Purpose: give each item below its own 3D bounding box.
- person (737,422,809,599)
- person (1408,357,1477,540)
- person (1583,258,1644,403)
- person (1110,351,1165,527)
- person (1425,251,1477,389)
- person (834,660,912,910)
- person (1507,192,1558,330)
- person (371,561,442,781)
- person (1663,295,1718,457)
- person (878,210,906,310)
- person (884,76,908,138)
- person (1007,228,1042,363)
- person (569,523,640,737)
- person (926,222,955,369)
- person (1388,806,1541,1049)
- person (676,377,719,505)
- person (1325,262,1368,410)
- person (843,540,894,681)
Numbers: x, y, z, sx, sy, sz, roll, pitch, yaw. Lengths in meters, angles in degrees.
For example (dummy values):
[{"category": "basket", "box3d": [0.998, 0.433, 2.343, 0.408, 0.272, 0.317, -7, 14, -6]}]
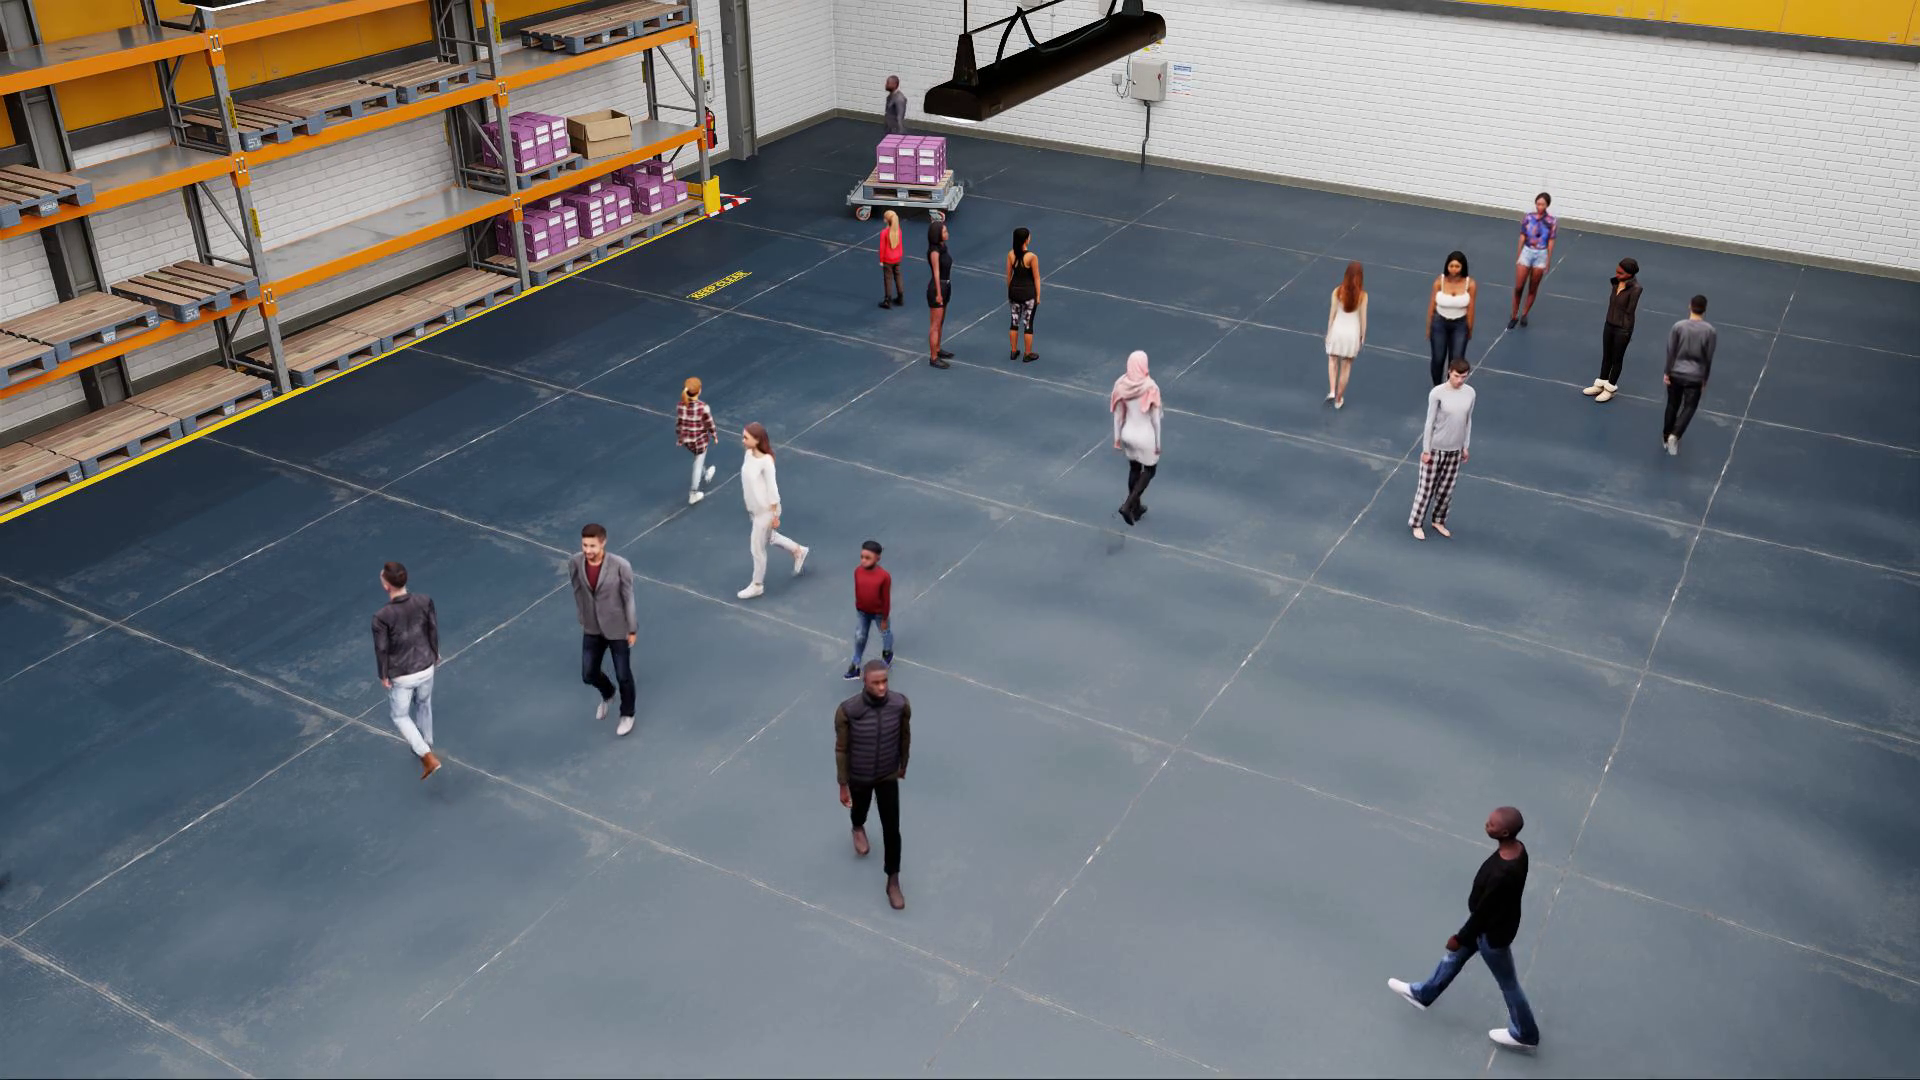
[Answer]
[{"category": "person", "box3d": [-1.712, -0.302, 15.001, 1.115, 1.666, 0.877, -19, 34, -31]}, {"category": "person", "box3d": [4.624, -0.897, 15.906, 0.702, 1.845, 0.746, -5, 29, -10]}, {"category": "person", "box3d": [7.482, -2.409, 18.870, 0.754, 1.660, 0.697, 19, 34, 31]}, {"category": "person", "box3d": [1.692, -0.936, 16.033, 0.636, 1.791, 0.857, 15, 32, 25]}, {"category": "person", "box3d": [5.523, -2.416, 18.739, 0.699, 1.798, 0.698, 11, 30, 19]}, {"category": "person", "box3d": [-0.631, 1.567, 11.438, 1.177, 1.797, 1.249, -7, 29, -13]}, {"category": "person", "box3d": [7.198, -3.521, 20.835, 0.664, 1.730, 0.794, 10, 30, 17]}, {"category": "person", "box3d": [-4.090, 0.992, 12.463, 0.868, 1.825, 0.909, 25, 37, 38]}, {"category": "person", "box3d": [7.625, -1.704, 17.484, 0.630, 1.751, 0.879, 16, 33, 27]}, {"category": "person", "box3d": [-0.884, -3.644, 21.530, 0.519, 1.280, 0.618, -20, 35, -32]}, {"category": "person", "box3d": [-0.918, -6.309, 25.885, 1.243, 1.789, 1.184, -7, 29, -12]}, {"category": "person", "box3d": [0.747, -2.942, 19.848, 0.567, 1.660, 0.492, 15, 32, 26]}, {"category": "person", "box3d": [-2.736, 0.651, 13.054, 0.804, 1.857, 0.814, 4, 29, 8]}, {"category": "person", "box3d": [-0.250, -2.931, 19.744, 0.723, 1.740, 0.575, 5, 29, 9]}, {"category": "person", "box3d": [3.309, 2.392, 10.035, 0.762, 1.693, 1.139, 11, 31, 20]}, {"category": "person", "box3d": [-2.673, -0.976, 16.650, 0.632, 1.270, 0.922, 10, 30, 18]}, {"category": "person", "box3d": [4.277, -2.249, 18.535, 0.625, 1.701, 0.622, 9, 30, 17]}, {"category": "person", "box3d": [-0.686, 0.552, 13.896, 0.578, 1.225, 0.869, 11, 30, 19]}]
